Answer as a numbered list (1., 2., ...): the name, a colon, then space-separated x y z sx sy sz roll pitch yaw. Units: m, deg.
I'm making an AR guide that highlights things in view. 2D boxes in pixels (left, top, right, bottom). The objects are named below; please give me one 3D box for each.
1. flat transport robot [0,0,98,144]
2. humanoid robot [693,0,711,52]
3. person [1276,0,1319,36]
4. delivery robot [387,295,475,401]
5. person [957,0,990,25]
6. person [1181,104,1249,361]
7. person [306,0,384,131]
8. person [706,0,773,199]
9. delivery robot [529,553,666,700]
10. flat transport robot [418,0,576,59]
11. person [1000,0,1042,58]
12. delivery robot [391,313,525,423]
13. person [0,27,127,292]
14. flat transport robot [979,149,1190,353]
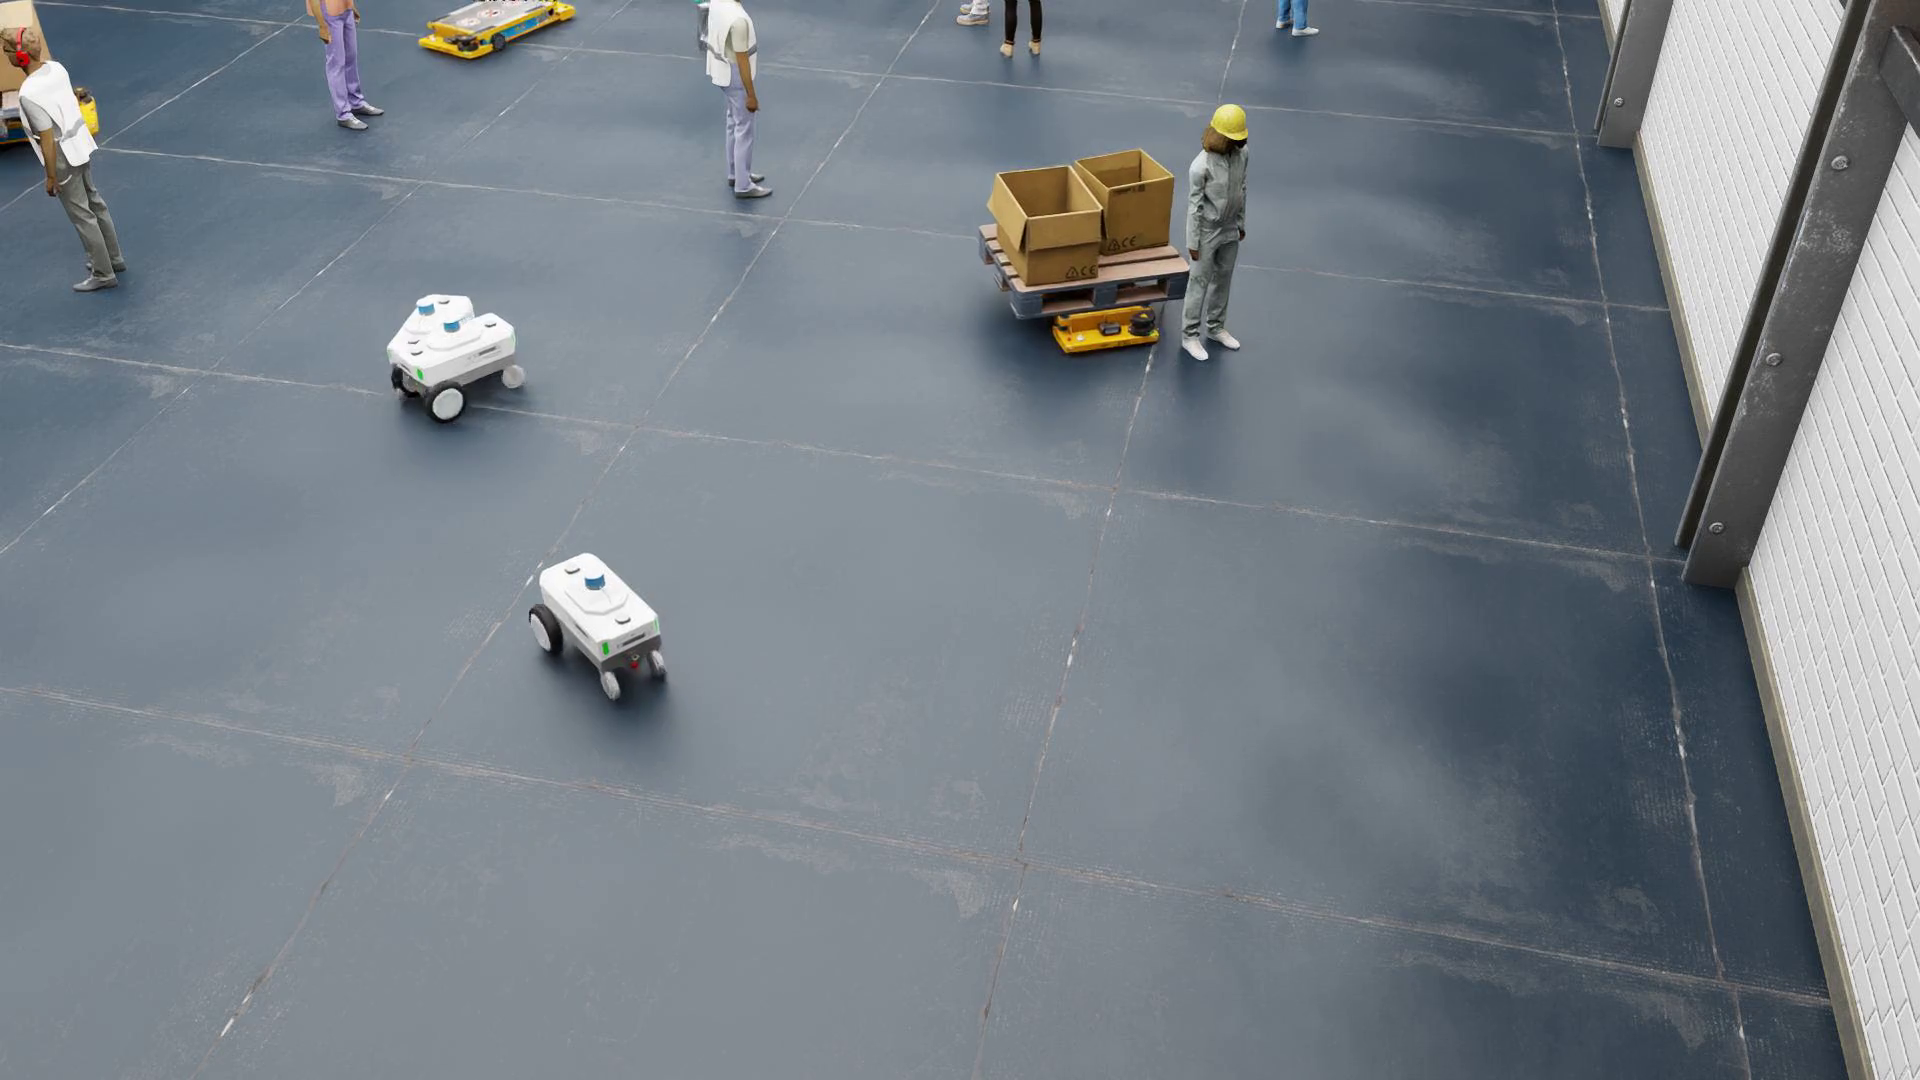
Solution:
1. flat transport robot: -7.996 -3.472 13.865 1.431 0.231 0.659 -16 40 -20
2. humanoid robot: -2.396 -5.304 15.148 0.792 1.831 0.536 30 46 34
3. person: 3.190 -5.583 15.470 0.365 1.729 0.488 -17 40 -22
4. delivery robot: -3.376 -1.277 10.672 0.499 0.575 0.759 4 37 5
5. person: 0.147 -5.826 15.666 0.358 1.885 0.572 6 37 8
6. person: 1.646 -1.963 10.624 0.489 1.728 0.320 -27 44 -31
7. person: -5.157 -4.324 13.688 0.374 1.843 0.569 6 37 8
8. person: -1.682 -3.462 12.549 0.414 1.830 0.572 -15 39 -19
9. delivery robot: -1.837 0.388 8.462 0.499 0.597 0.779 -26 44 -30
10. flat transport robot: -4.394 -4.925 15.809 0.659 0.231 1.431 20 41 25
11. person: 0.584 -5.217 15.019 0.534 1.684 0.333 -10 38 -13
12. delivery robot: -3.184 -1.122 10.492 0.799 0.608 0.499 -29 46 -33
13. person: -6.112 -2.598 11.375 0.391 1.849 0.563 -4 37 -5
14. flat transport robot: 0.827 -1.745 11.554 0.659 0.231 1.431 -9 38 -12
